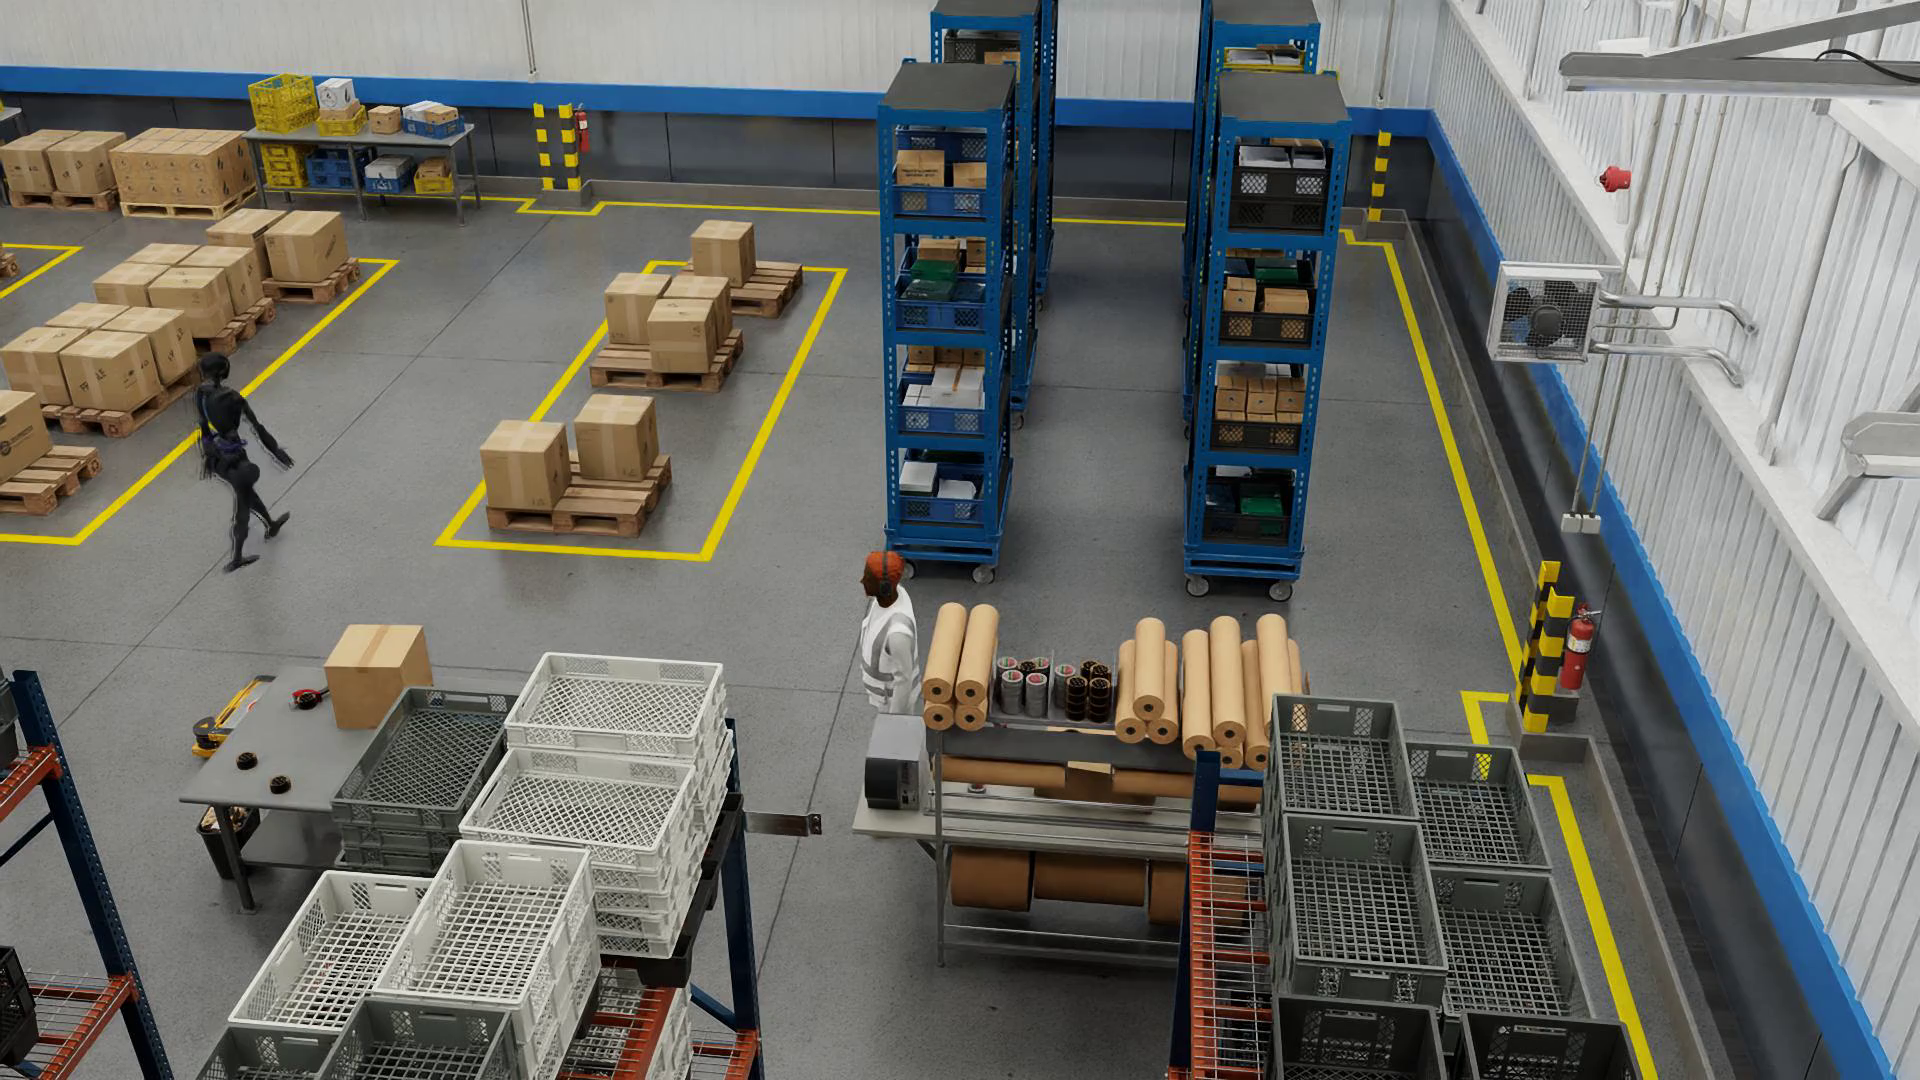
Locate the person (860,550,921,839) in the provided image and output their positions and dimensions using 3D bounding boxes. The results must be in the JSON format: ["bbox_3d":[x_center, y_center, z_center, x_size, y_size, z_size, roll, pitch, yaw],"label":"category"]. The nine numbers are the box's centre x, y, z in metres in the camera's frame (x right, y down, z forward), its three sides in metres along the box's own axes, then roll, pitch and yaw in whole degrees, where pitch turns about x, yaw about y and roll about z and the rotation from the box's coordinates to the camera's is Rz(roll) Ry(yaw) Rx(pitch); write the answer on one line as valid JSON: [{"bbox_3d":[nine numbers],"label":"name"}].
[{"bbox_3d":[-0.403,0.877,9.563,0.356,1.882,0.572,-5,31,-8],"label":"person"}]

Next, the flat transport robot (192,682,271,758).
[{"bbox_3d":[-4.089,1.163,10.648,1.431,0.197,0.652,3,30,6],"label":"flat transport robot"}]

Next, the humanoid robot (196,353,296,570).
[{"bbox_3d":[-5.362,-0.628,12.381,0.543,1.625,0.728,19,35,30],"label":"humanoid robot"}]
